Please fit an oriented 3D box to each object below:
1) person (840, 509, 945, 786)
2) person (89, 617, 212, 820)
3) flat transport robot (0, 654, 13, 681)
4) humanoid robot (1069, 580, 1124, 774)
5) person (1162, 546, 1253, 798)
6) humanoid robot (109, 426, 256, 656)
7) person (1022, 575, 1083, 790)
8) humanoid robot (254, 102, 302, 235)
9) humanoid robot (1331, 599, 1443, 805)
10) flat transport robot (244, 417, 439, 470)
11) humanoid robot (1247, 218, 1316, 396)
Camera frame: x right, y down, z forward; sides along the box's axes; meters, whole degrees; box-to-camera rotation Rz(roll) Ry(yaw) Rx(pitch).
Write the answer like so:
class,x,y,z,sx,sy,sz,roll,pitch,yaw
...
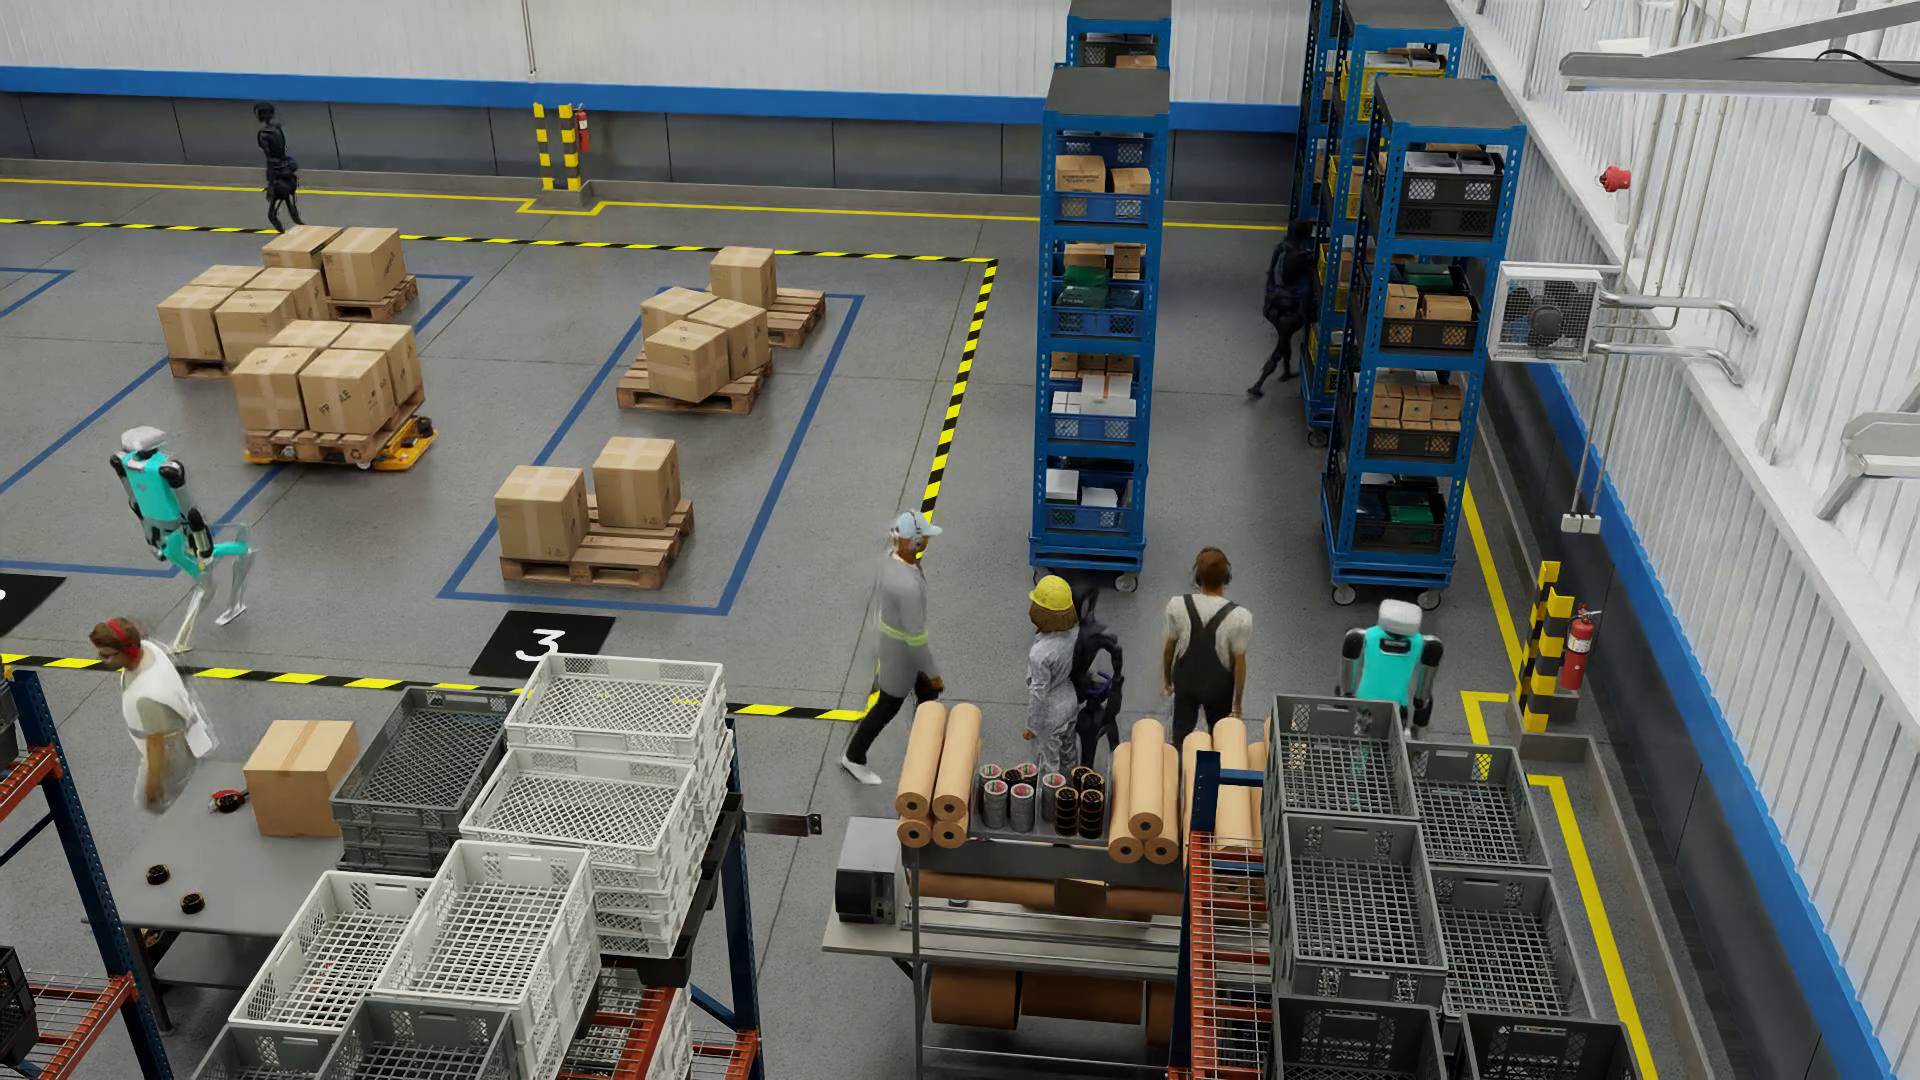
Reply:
class,x,y,z,sx,sy,sz,roll,pitch,yaw
person,-0.350,0.662,10.022,0.849,1.811,0.661,-3,30,-5
person,-4.346,1.177,9.106,0.472,1.821,0.568,-17,34,-27
flat transport robot,-7.142,0.969,11.010,1.431,0.231,0.659,3,30,6
humanoid robot,0.674,0.951,9.635,0.608,1.654,0.311,16,34,26
person,1.420,0.844,9.718,0.509,1.789,0.980,11,32,19
humanoid robot,-5.201,-0.051,11.291,0.530,1.740,0.987,10,32,17
person,0.517,0.963,9.553,0.294,1.743,0.485,18,35,27
humanoid robot,-7.378,-3.936,18.035,0.455,1.640,0.588,-2,30,-3
humanoid robot,2.295,1.241,9.112,0.539,1.828,0.667,3,30,6
flat transport robot,-5.252,-0.860,14.124,1.431,0.197,0.652,3,30,6
humanoid robot,2.898,-2.090,14.923,0.788,1.626,0.615,-18,35,-29
